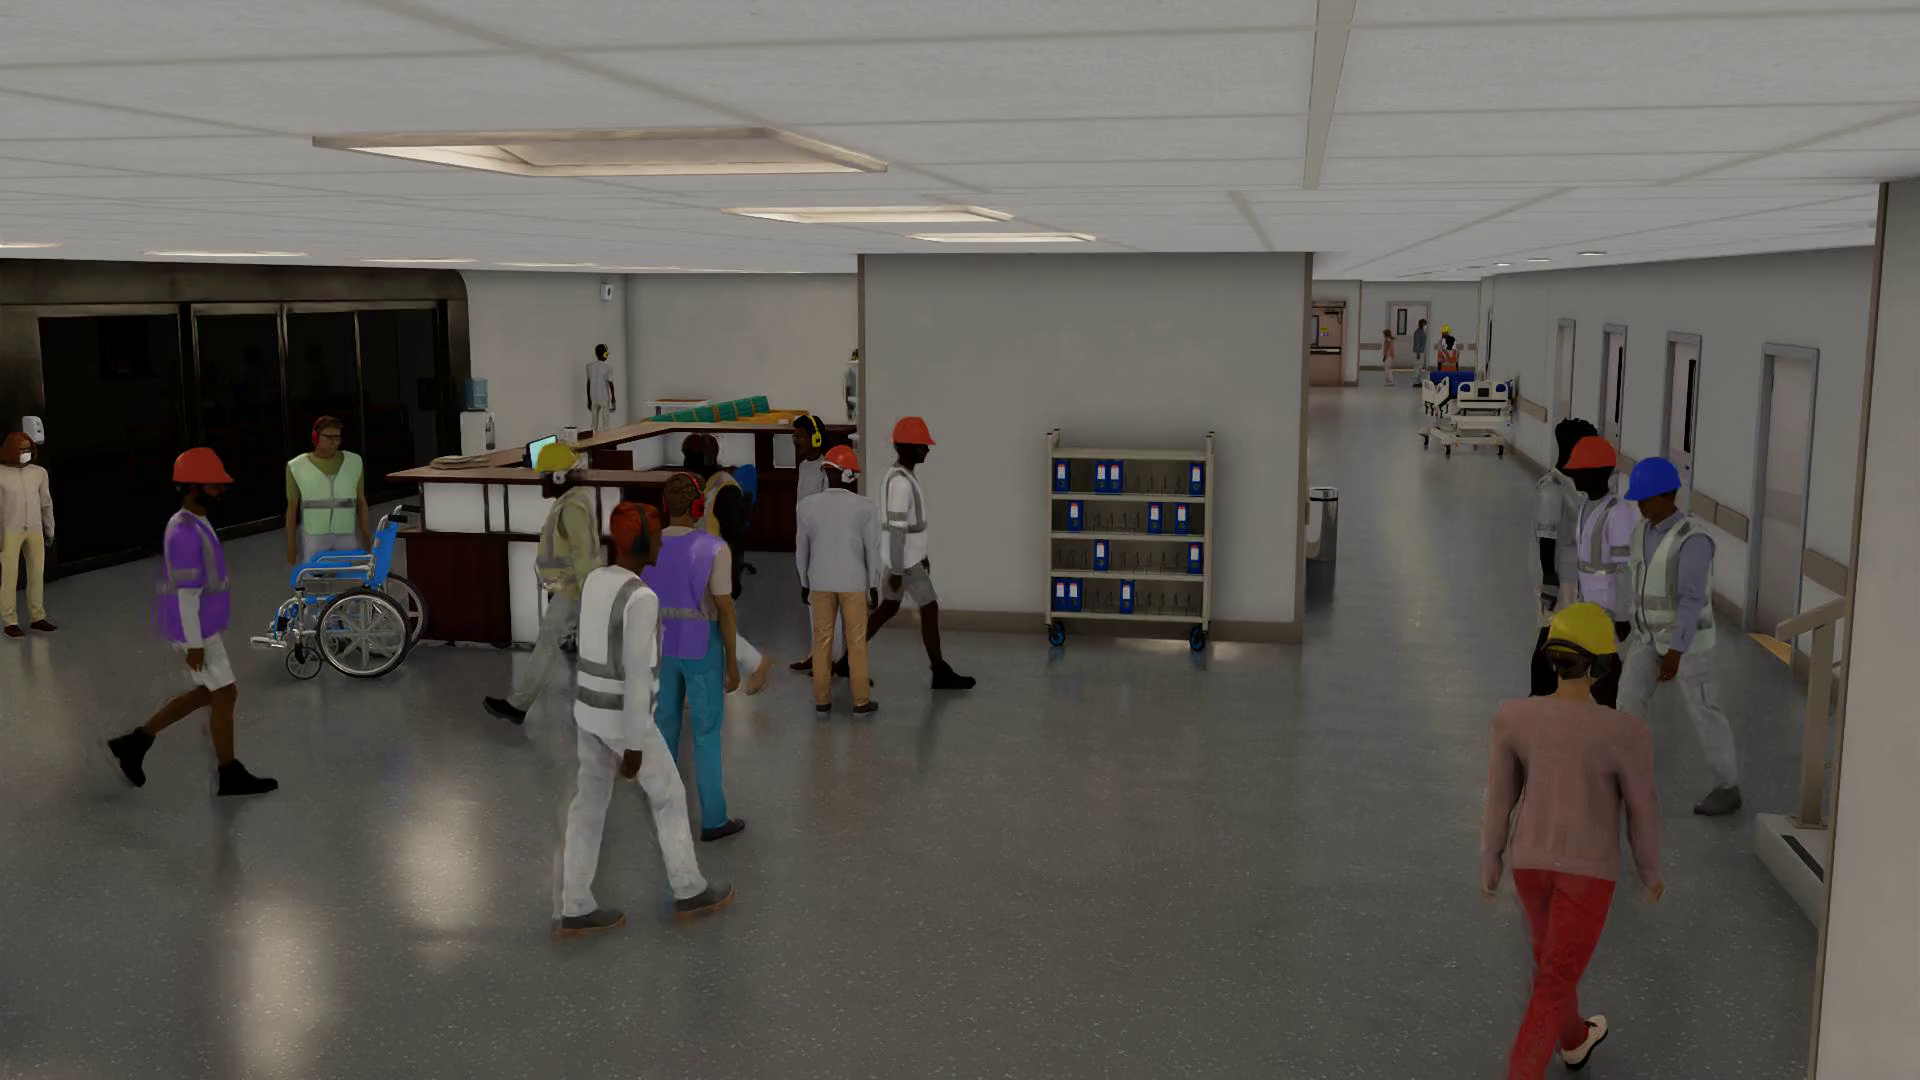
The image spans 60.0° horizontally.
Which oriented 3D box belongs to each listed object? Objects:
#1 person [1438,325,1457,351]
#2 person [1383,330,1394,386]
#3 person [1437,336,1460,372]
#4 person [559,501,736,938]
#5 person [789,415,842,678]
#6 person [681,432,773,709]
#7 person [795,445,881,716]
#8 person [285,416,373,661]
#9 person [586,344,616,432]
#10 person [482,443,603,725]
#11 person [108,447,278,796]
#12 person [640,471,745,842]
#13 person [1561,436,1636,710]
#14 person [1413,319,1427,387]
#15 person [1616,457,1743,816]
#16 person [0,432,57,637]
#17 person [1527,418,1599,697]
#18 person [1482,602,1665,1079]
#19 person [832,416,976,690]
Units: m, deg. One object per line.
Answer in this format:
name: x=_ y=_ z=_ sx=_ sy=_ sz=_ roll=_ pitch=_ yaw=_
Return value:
person: x=12.652 y=-4.685 z=43.310 sx=0.403 sy=1.823 sz=0.601 roll=-4 pitch=10 yaw=-27
person: x=12.206 y=-5.177 z=47.316 sx=0.467 sy=1.600 sz=0.698 roll=4 pitch=10 yaw=27
person: x=11.036 y=-3.764 z=37.602 sx=0.532 sy=1.695 sz=0.319 roll=-2 pitch=9 yaw=-10
person: x=-1.356 y=0.756 z=7.121 sx=0.877 sy=1.843 sz=0.601 roll=-8 pitch=12 yaw=-42
person: x=-1.022 y=0.041 z=11.818 sx=0.324 sy=1.861 sz=0.511 roll=-6 pitch=10 yaw=-33
person: x=-1.597 y=0.200 z=10.867 sx=0.568 sy=1.831 sz=0.626 roll=-6 pitch=11 yaw=-36
person: x=-0.774 y=0.261 z=10.722 sx=0.563 sy=1.744 sz=0.347 roll=2 pitch=9 yaw=12
person: x=-4.664 y=-0.008 z=12.258 sx=0.584 sy=1.820 sz=0.457 roll=-7 pitch=11 yaw=-39
person: x=-5.862 y=-2.270 z=27.156 sx=0.523 sy=1.862 sz=0.328 roll=3 pitch=9 yaw=17
person: x=-2.532 y=0.282 z=10.487 sx=0.935 sy=1.772 sz=0.607 roll=-2 pitch=9 yaw=-11
person: x=-4.152 y=0.455 z=8.897 sx=0.760 sy=1.916 sz=0.549 roll=-3 pitch=9 yaw=-18
person: x=-1.366 y=0.584 z=8.262 sx=0.563 sy=1.844 sz=0.389 roll=3 pitch=9 yaw=19
person: x=3.731 y=0.348 z=9.655 sx=0.561 sy=1.903 sz=0.552 roll=1 pitch=9 yaw=4
person: x=12.895 y=-5.241 z=46.650 sx=0.373 sy=1.929 sz=0.636 roll=4 pitch=9 yaw=25
person: x=3.688 y=0.513 z=8.618 sx=0.943 sy=1.891 sz=0.632 roll=-3 pitch=9 yaw=-17
person: x=-7.432 y=-0.048 z=13.193 sx=0.286 sy=1.627 sz=0.504 roll=5 pitch=10 yaw=30
person: x=3.773 y=0.204 z=10.436 sx=0.388 sy=1.951 sz=0.616 roll=6 pitch=10 yaw=33
person: x=2.024 y=1.061 z=5.495 sx=0.920 sy=1.717 sz=0.525 roll=-8 pitch=12 yaw=-42
person: x=-0.420 y=0.098 z=11.333 sx=0.959 sy=1.902 sz=0.559 roll=-1 pitch=9 yaw=-6
